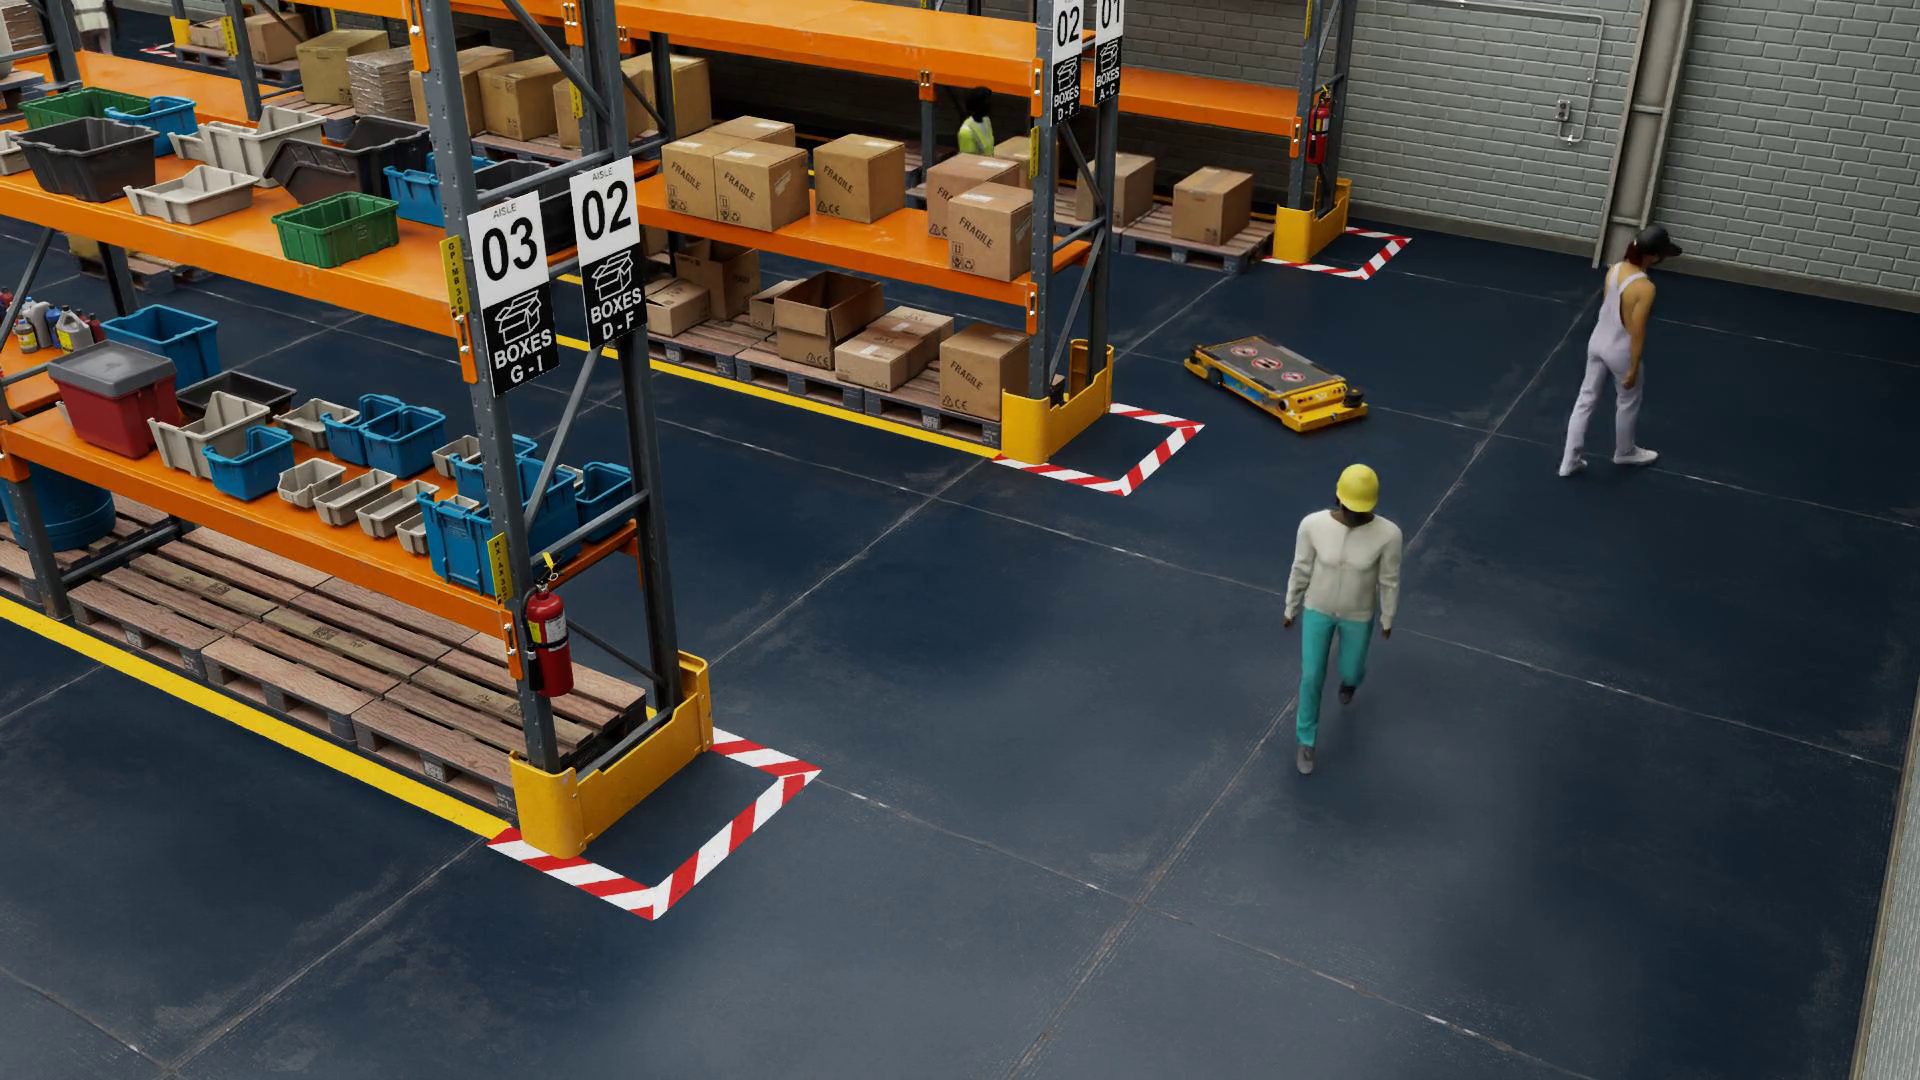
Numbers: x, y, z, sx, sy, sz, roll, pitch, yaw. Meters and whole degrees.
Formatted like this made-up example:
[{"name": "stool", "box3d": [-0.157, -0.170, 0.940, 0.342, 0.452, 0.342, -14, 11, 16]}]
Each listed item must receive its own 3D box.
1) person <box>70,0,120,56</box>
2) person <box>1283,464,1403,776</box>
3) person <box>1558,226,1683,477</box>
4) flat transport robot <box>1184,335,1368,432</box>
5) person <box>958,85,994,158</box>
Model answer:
[{"name": "person", "box3d": [-10.510, -6.199, 20.155, 0.600, 1.819, 0.686, -18, 34, -29]}, {"name": "person", "box3d": [1.958, 0.323, 8.544, 0.548, 1.735, 0.672, 8, 30, 13]}, {"name": "person", "box3d": [4.555, -1.290, 11.366, 0.763, 1.828, 0.496, -15, 32, -24]}, {"name": "flat transport robot", "box3d": [2.422, -1.235, 12.850, 0.659, 0.231, 1.431, -16, 33, -26]}, {"name": "person", "box3d": [0.160, -3.254, 15.010, 0.371, 1.682, 0.540, 14, 32, 24]}]
